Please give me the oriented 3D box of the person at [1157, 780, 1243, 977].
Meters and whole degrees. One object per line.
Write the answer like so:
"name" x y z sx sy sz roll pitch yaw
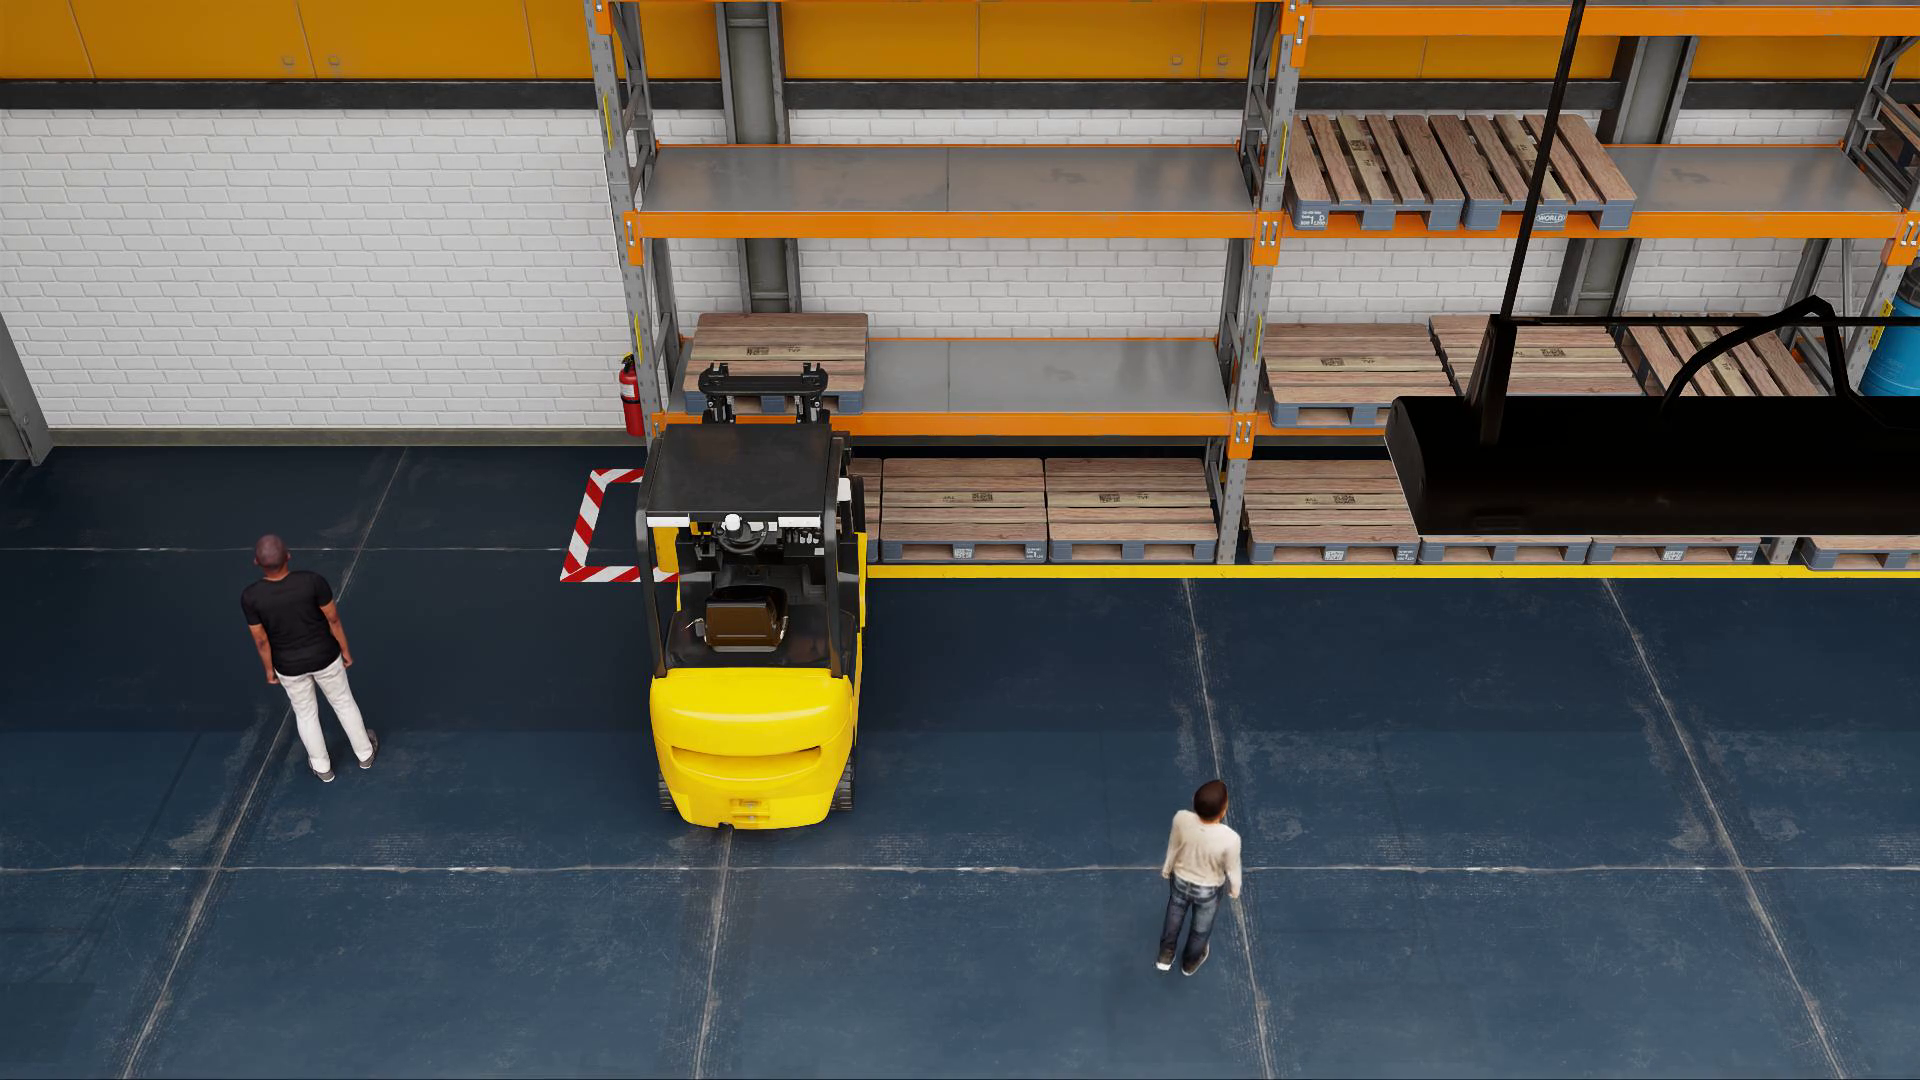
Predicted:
"person" 1.222 1.838 8.766 0.673 1.459 0.753 20 43 23

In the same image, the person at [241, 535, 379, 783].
"person" -3.889 0.710 9.903 0.671 1.804 0.798 -16 41 -19
